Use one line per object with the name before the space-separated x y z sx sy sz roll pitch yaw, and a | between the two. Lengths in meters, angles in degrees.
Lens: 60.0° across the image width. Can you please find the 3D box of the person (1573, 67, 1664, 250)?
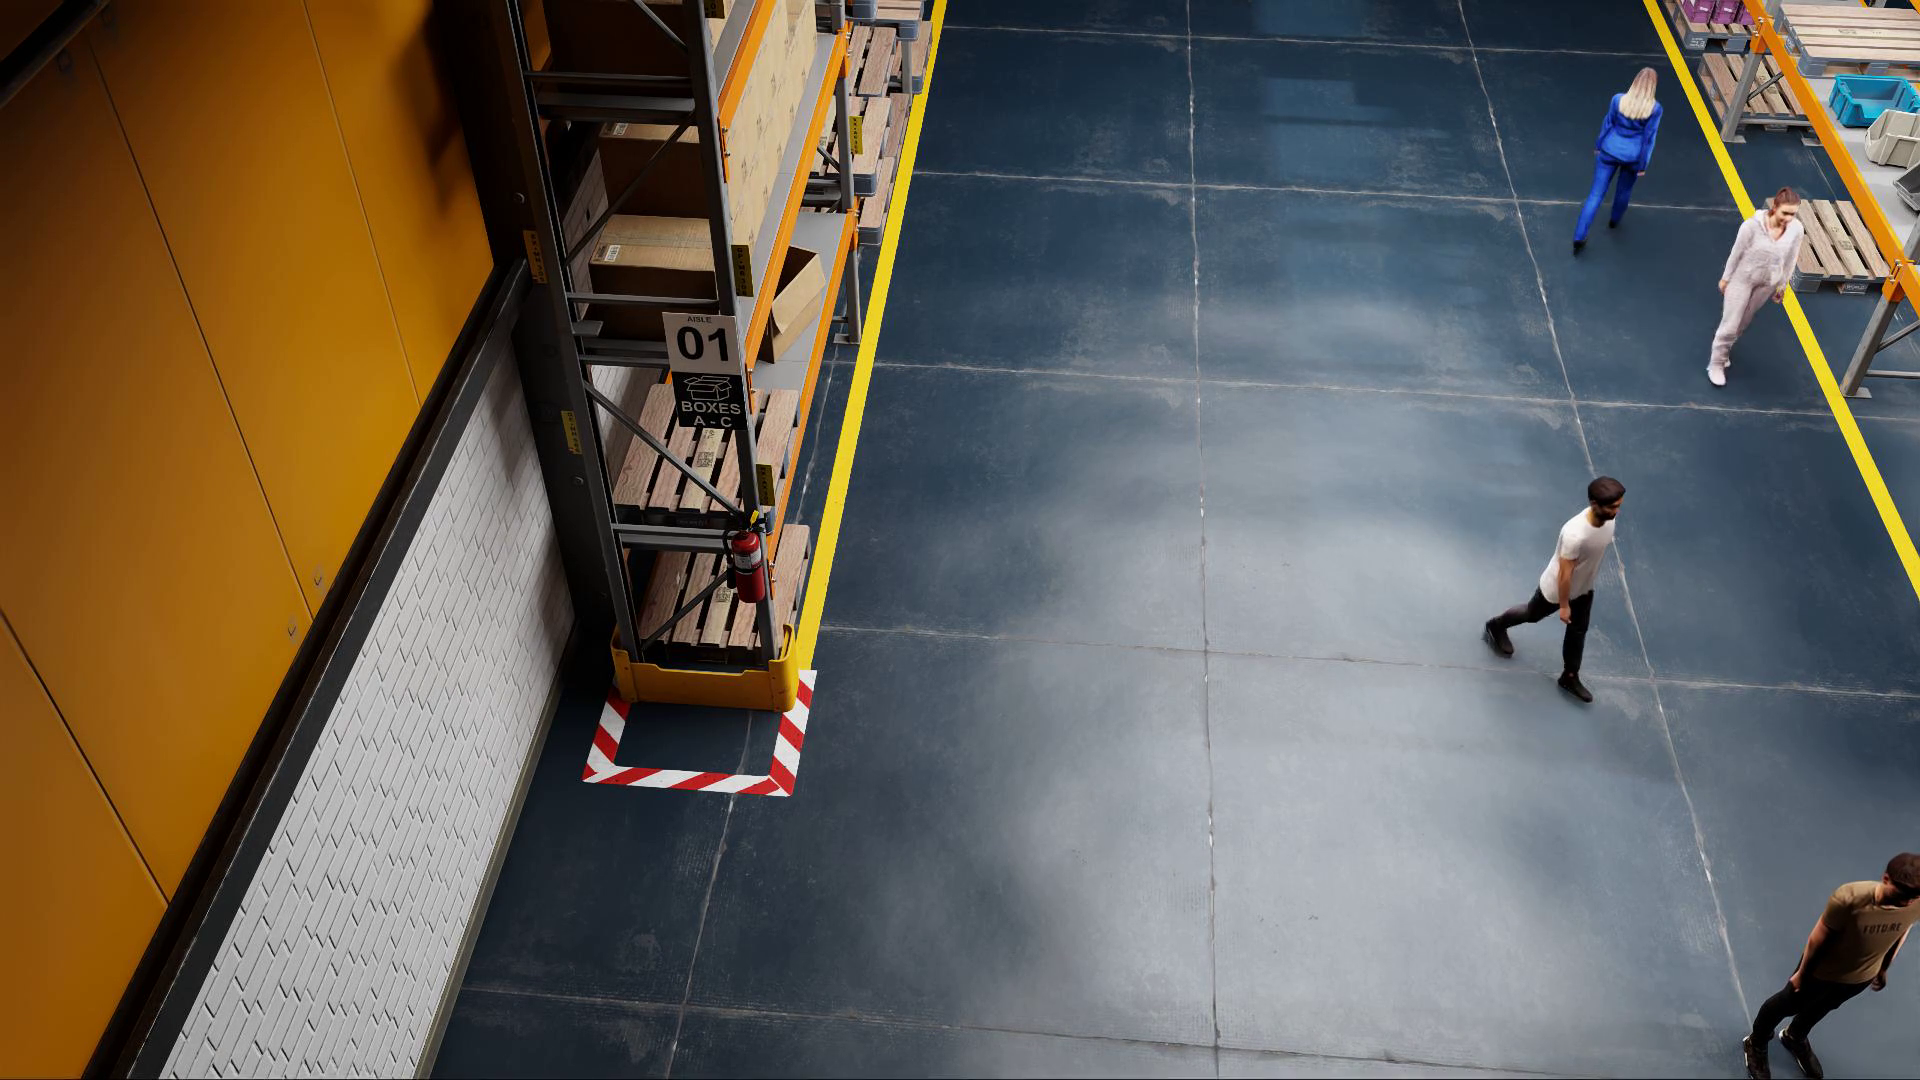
person | 5.689 -3.270 14.433 0.967 1.660 1.161 25 49 24

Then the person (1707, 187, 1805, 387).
person | 6.266 -2.107 13.203 0.668 1.674 0.788 1 44 1

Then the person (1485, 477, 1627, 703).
person | 3.855 0.225 10.746 1.056 1.687 1.189 -24 49 -23

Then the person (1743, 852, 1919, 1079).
person | 4.538 2.178 8.578 0.704 1.849 0.632 -5 44 -5
